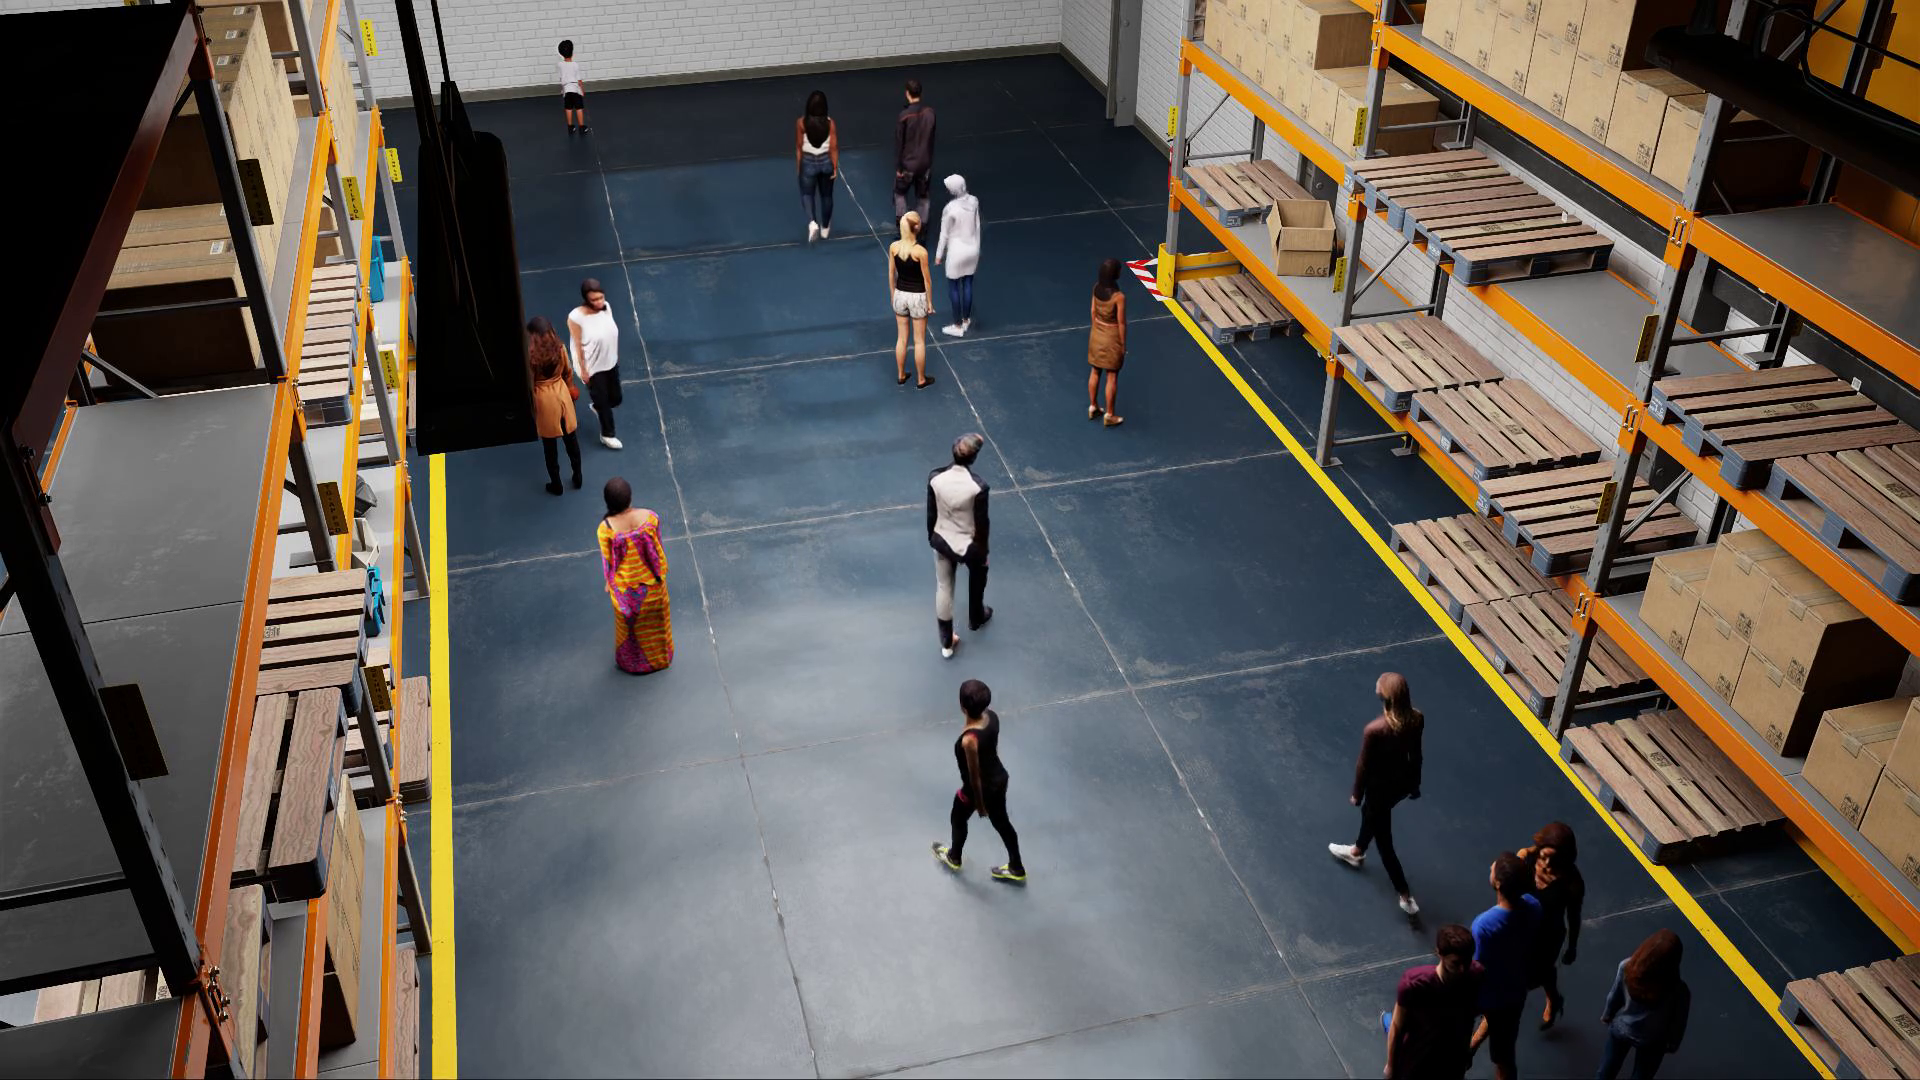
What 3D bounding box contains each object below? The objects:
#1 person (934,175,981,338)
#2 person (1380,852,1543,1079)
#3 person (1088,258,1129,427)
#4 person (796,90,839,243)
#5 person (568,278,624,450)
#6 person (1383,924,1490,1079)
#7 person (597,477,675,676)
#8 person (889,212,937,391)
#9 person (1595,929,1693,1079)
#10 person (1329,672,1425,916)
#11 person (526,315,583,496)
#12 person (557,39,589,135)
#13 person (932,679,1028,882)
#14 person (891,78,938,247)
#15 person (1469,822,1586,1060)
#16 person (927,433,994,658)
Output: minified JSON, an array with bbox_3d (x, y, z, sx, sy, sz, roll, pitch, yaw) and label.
[{"bbox_3d":[0.029,-2.983,17.337,0.732,1.766,0.697,-10,35,-14],"label":"person"},{"bbox_3d":[2.940,2.517,9.006,0.792,1.829,1.177,-17,37,-23],"label":"person"},{"bbox_3d":[1.390,-1.881,15.749,0.696,1.690,0.579,-25,41,-32],"label":"person"},{"bbox_3d":[-1.660,-4.285,19.271,0.758,1.794,0.990,-2,34,-2],"label":"person"},{"bbox_3d":[-3.389,-1.661,15.433,0.924,1.673,0.860,22,40,30],"label":"person"},{"bbox_3d":[2.460,2.693,8.717,0.646,1.855,0.534,-9,35,-13],"label":"person"},{"bbox_3d":[-2.468,0.239,12.561,0.703,1.688,0.726,-17,37,-24],"label":"person"},{"bbox_3d":[-0.485,-2.369,16.342,0.683,1.845,0.728,15,37,22],"label":"person"},{"bbox_3d":[3.707,2.679,9.080,0.612,1.477,0.700,24,41,32],"label":"person"},{"bbox_3d":[2.746,1.620,10.500,0.845,1.669,1.122,-17,37,-24],"label":"person"},{"bbox_3d":[-3.600,-1.196,14.684,0.754,1.727,0.715,-21,39,-28],"label":"person"},{"bbox_3d":[-5.261,-6.136,22.541,0.556,1.256,0.594,6,34,9],"label":"person"},{"bbox_3d":[0.211,1.601,10.662,0.967,1.521,0.892,15,37,21],"label":"person"},{"bbox_3d":[-0.466,-4.322,19.209,0.804,1.925,0.798,-19,38,-27],"label":"person"},{"bbox_3d":[3.333,2.239,9.480,0.922,1.769,1.146,-24,40,-31],"label":"person"},{"bbox_3d":[-0.049,0.090,12.628,1.006,1.861,1.086,13,36,18],"label":"person"}]
